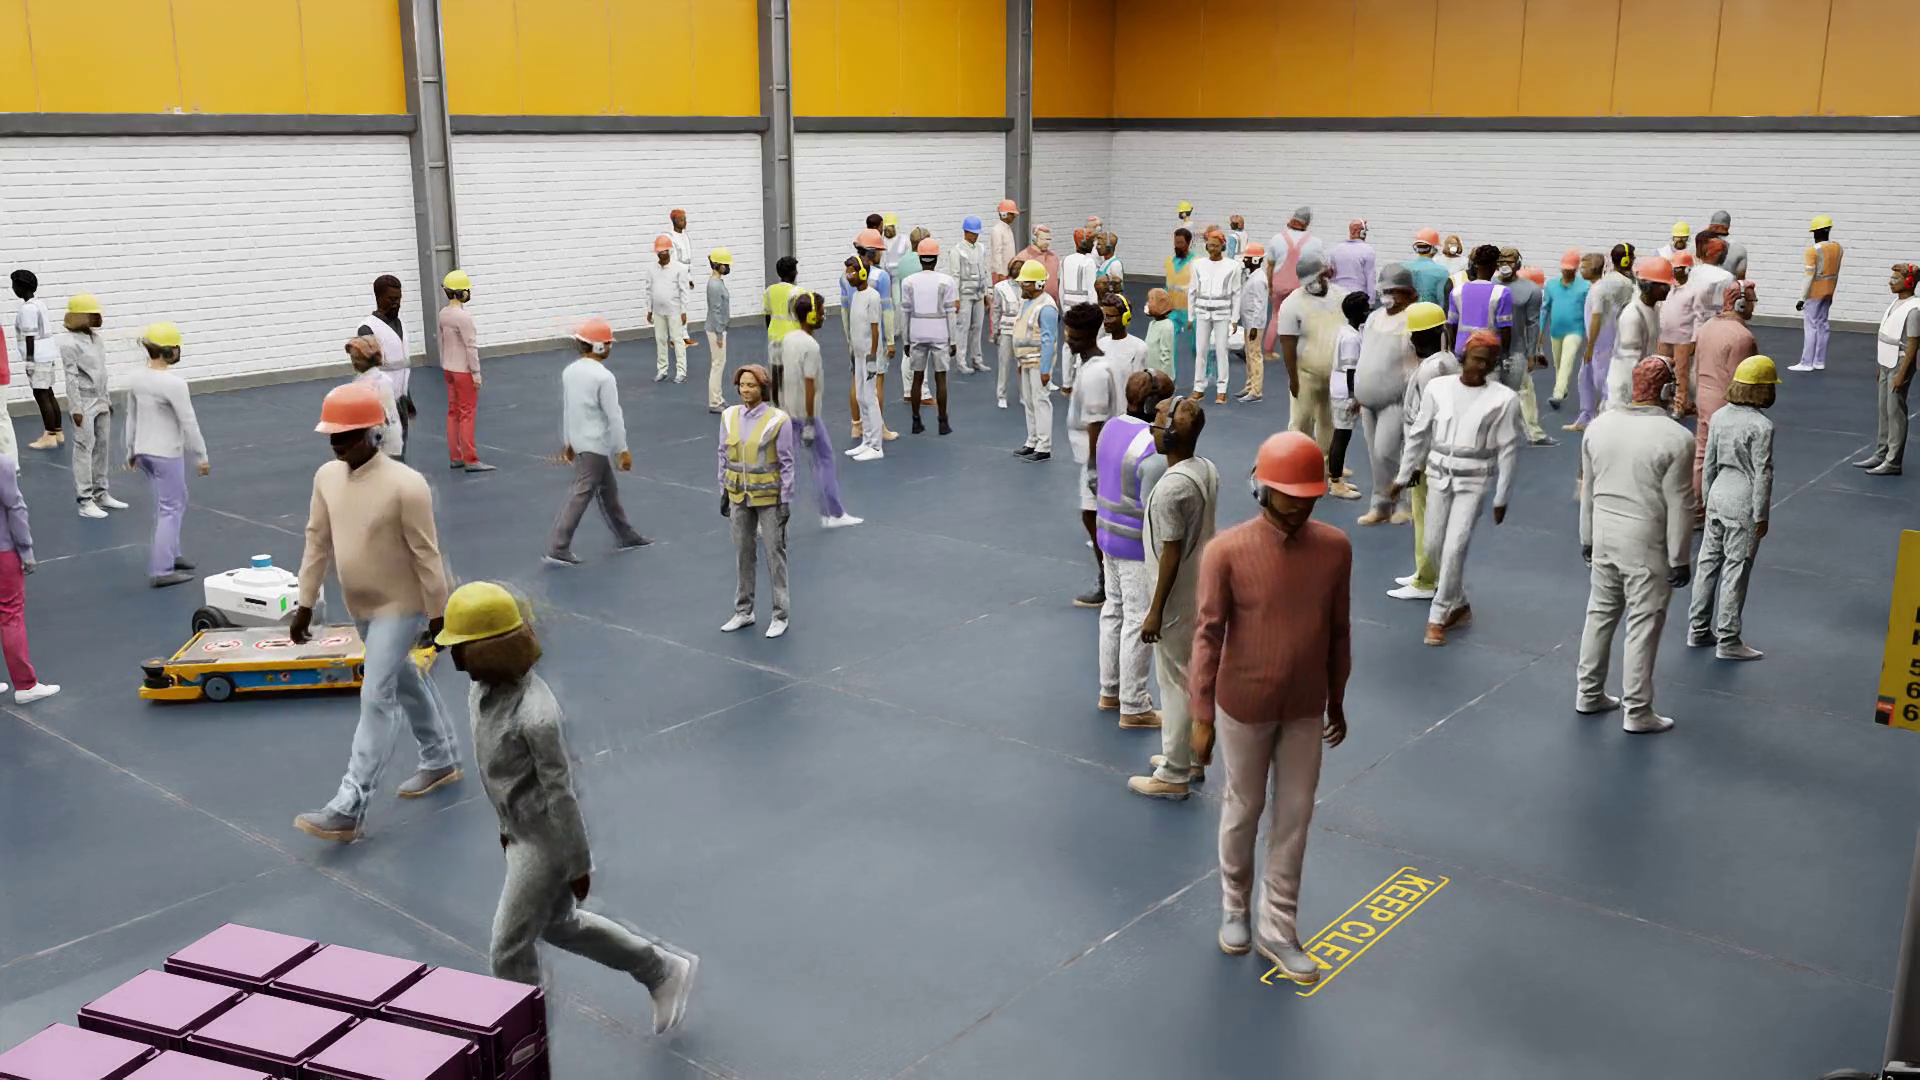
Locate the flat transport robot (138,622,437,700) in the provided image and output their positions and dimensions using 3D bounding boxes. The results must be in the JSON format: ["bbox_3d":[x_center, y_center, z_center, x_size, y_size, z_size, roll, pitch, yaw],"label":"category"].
[{"bbox_3d":[-3.662,0.654,9.148,1.431,0.197,0.652,-2,14,-7],"label":"flat transport robot"}]

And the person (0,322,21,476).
[{"bbox_3d":[-8.423,-1.406,14.394,0.350,1.742,0.575,-10,17,-36],"label":"person"}]

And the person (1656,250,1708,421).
[{"bbox_3d":[7.381,-2.108,17.176,0.338,1.752,0.564,-8,16,-29],"label":"person"}]

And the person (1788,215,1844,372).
[{"bbox_3d":[10.588,-3.038,20.564,0.584,1.919,0.375,-7,16,-26],"label":"person"}]

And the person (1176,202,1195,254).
[{"bbox_3d":[3.740,-4.739,27.693,0.335,1.760,0.523,-2,14,-10],"label":"person"}]

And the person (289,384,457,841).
[{"bbox_3d":[-2.587,0.297,7.177,0.639,1.935,1.029,8,16,30],"label":"person"}]

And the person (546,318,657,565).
[{"bbox_3d":[-2.565,-0.696,11.642,0.912,1.706,0.588,-11,18,-37],"label":"person"}]

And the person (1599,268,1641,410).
[{"bbox_3d":[6.868,-2.068,17.322,0.511,1.607,0.695,7,16,25],"label":"person"}]

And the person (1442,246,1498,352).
[{"bbox_3d":[5.118,-2.003,16.597,0.624,1.837,0.430,1,14,2],"label":"person"}]

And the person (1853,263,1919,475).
[{"bbox_3d":[8.171,-1.482,14.497,0.389,1.843,0.566,3,14,11],"label":"person"}]

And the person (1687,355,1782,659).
[{"bbox_3d":[4.468,-0.191,9.540,0.309,1.743,0.494,-4,14,-14],"label":"person"}]

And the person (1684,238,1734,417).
[{"bbox_3d":[7.813,-2.197,17.318,0.711,1.865,0.600,-7,16,-25],"label":"person"}]

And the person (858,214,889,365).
[{"bbox_3d":[-1.129,-3.162,21.079,0.375,1.910,0.591,-5,15,-20],"label":"person"}]

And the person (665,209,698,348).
[{"bbox_3d":[-3.835,-3.576,22.782,0.350,1.884,0.583,5,15,19],"label":"person"}]

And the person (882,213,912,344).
[{"bbox_3d":[-0.988,-3.630,23.140,0.616,1.809,0.618,4,15,16],"label":"person"}]

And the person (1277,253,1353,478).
[{"bbox_3d":[3.096,-1.476,14.073,0.836,2.000,0.534,-7,16,-26],"label":"person"}]

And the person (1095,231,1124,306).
[{"bbox_3d":[1.670,-2.540,18.718,0.328,1.844,0.511,-3,14,-10],"label":"person"}]

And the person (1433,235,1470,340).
[{"bbox_3d":[6.255,-3.081,21.309,0.507,1.634,0.280,7,16,25],"label":"person"}]

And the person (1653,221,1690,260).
[{"bbox_3d":[9.081,-3.130,21.148,0.609,1.820,0.414,3,14,11],"label":"person"}]

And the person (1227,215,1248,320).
[{"bbox_3d":[4.335,-4.253,26.009,0.317,1.633,0.516,10,17,35],"label":"person"}]

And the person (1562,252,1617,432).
[{"bbox_3d":[6.358,-1.905,16.302,0.689,1.806,0.531,5,15,20],"label":"person"}]

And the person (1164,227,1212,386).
[{"bbox_3d":[2.585,-2.625,18.997,0.599,1.882,0.954,13,19,42],"label":"person"}]

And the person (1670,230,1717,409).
[{"bbox_3d":[7.846,-2.344,17.791,0.380,1.917,0.596,11,18,38],"label":"person"}]

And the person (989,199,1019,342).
[{"bbox_3d":[0.622,-3.772,23.363,0.402,1.986,0.610,5,15,19],"label":"person"}]

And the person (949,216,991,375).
[{"bbox_3d":[0.123,-2.991,20.353,0.419,1.933,0.622,12,19,40],"label":"person"}]

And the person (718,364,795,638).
[{"bbox_3d":[-1.215,-0.237,9.927,0.518,1.645,0.307,7,16,25],"label":"person"}]

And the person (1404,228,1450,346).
[{"bbox_3d":[4.729,-2.190,17.049,0.399,1.989,0.616,-13,19,-42],"label":"person"}]

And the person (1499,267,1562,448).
[{"bbox_3d":[5.330,-1.750,15.870,0.863,1.691,0.550,6,15,22],"label":"person"}]

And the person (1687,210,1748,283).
[{"bbox_3d":[8.997,-2.928,19.873,0.685,2.000,0.541,7,16,25],"label":"person"}]

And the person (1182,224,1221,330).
[{"bbox_3d":[3.614,-3.837,24.437,0.881,1.584,0.507,1,14,4],"label":"person"}]

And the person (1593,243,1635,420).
[{"bbox_3d":[6.532,-2.022,16.601,0.316,1.870,0.532,-4,15,-15],"label":"person"}]

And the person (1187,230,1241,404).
[{"bbox_3d":[2.771,-2.434,18.225,0.584,1.879,0.347,6,15,22],"label":"person"}]

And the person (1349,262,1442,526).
[{"bbox_3d":[3.215,-1.090,12.531,0.536,2.000,0.693,-7,16,-26],"label":"person"}]

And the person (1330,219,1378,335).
[{"bbox_3d":[4.767,-2.908,20.069,0.409,1.908,0.639,-12,18,-39],"label":"person"}]

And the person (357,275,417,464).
[{"bbox_3d":[-4.339,-1.052,12.639,0.390,1.913,0.587,1,14,5],"label":"person"}]

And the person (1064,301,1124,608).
[{"bbox_3d":[0.856,-0.547,10.567,0.408,1.946,0.703,2,14,8],"label":"person"}]

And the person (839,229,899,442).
[{"bbox_3d":[-0.863,-1.955,15.995,0.608,2.038,0.375,10,17,35],"label":"person"}]
